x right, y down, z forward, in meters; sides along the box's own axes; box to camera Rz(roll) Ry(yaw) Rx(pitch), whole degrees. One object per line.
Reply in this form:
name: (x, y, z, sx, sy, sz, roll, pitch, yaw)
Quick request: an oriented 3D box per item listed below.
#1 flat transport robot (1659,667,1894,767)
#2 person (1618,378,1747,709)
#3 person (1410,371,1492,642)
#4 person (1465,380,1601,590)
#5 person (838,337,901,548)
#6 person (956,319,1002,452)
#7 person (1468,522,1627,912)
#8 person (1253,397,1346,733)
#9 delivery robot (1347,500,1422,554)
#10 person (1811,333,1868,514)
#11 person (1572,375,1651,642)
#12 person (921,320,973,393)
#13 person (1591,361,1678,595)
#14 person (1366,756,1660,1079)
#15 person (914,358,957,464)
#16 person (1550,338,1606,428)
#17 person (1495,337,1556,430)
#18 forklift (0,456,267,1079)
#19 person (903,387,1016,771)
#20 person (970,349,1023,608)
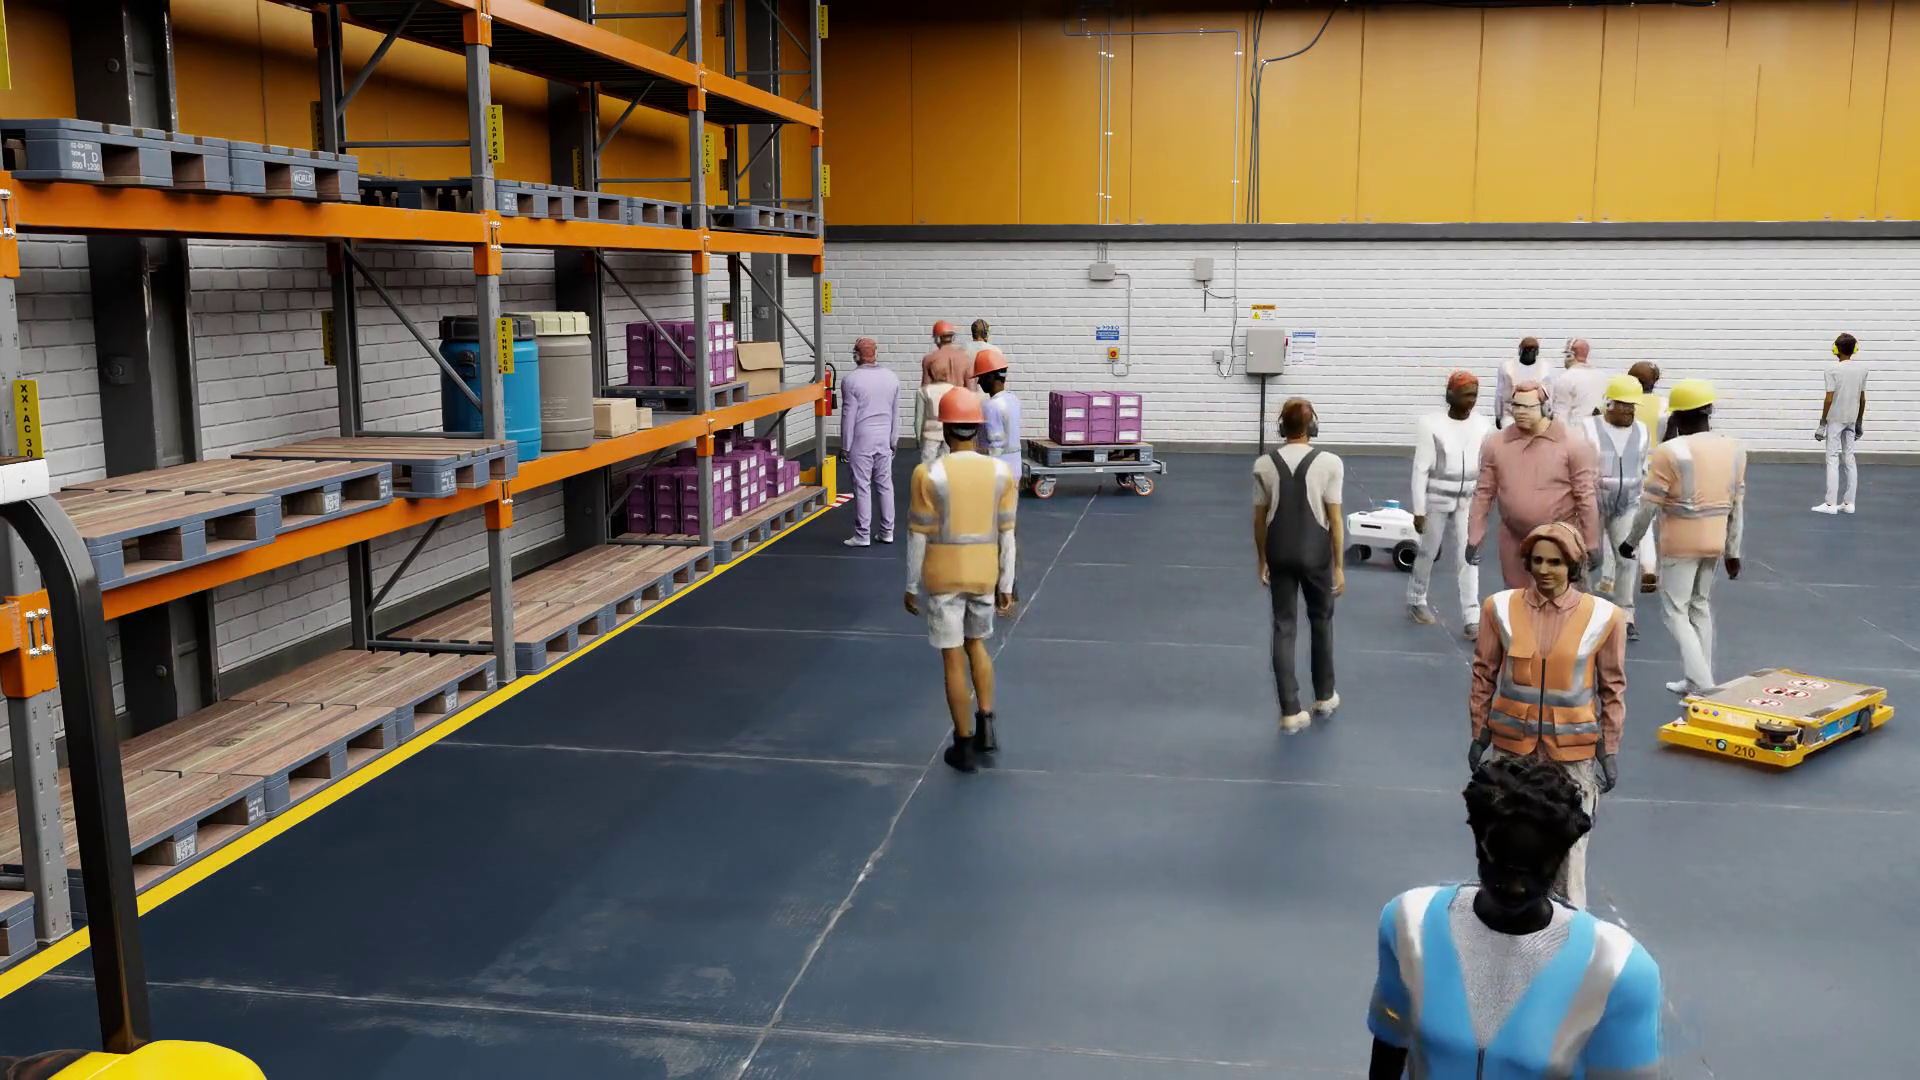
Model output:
flat transport robot: (4.422, 0.929, 8.960, 1.431, 0.197, 0.652, -8, 12, -41)
person: (4.196, 0.025, 9.536, 0.599, 1.895, 0.640, -3, 10, -19)
person: (3.372, -0.252, 11.497, 0.598, 1.832, 0.964, -1, 9, -9)
person: (3.317, 0.007, 9.729, 0.712, 1.871, 0.821, 9, 13, 43)
person: (-0.849, -0.887, 15.141, 0.650, 1.904, 0.401, -8, 12, -40)
person: (0.223, -1.632, 19.639, 0.628, 1.936, 0.377, 4, 10, 24)
person: (2.068, 0.745, 5.896, 0.525, 1.637, 0.307, 5, 10, 28)
person: (1.903, 0.119, 9.223, 0.536, 1.807, 0.831, 4, 10, 23)
delivery robot: (3.652, -0.094, 14.082, 0.707, 0.478, 0.477, 6, 12, 33)
person: (9.097, -1.200, 17.189, 0.532, 1.864, 0.314, -2, 9, -12)
person: (4.422, -0.212, 11.291, 0.611, 1.793, 0.782, 0, 9, 0)
person: (-0.101, -1.458, 18.482, 0.643, 1.962, 0.750, -5, 10, -28)
person: (5.141, -0.460, 12.754, 0.665, 1.825, 0.477, 2, 9, 12)
person: (1.049, 1.174, 3.167, 0.553, 1.668, 0.696, 7, 11, 36)
person: (-0.204, -1.030, 16.897, 0.521, 1.622, 0.567, -5, 10, -26)
person: (5.638, -0.917, 15.368, 0.668, 1.887, 0.441, -6, 11, -34)
person: (6.331, -1.392, 18.654, 0.638, 1.784, 1.029, 2, 9, 11)
forklift: (-2.328, 0.975, 2.765, 2.313, 2.155, 1.214, 1, 9, 9)
person: (-0.003, 0.194, 8.387, 0.539, 1.923, 0.490, -4, 10, -23)
person: (0.261, -0.455, 12.406, 0.382, 1.928, 0.543, 3, 10, 20)
